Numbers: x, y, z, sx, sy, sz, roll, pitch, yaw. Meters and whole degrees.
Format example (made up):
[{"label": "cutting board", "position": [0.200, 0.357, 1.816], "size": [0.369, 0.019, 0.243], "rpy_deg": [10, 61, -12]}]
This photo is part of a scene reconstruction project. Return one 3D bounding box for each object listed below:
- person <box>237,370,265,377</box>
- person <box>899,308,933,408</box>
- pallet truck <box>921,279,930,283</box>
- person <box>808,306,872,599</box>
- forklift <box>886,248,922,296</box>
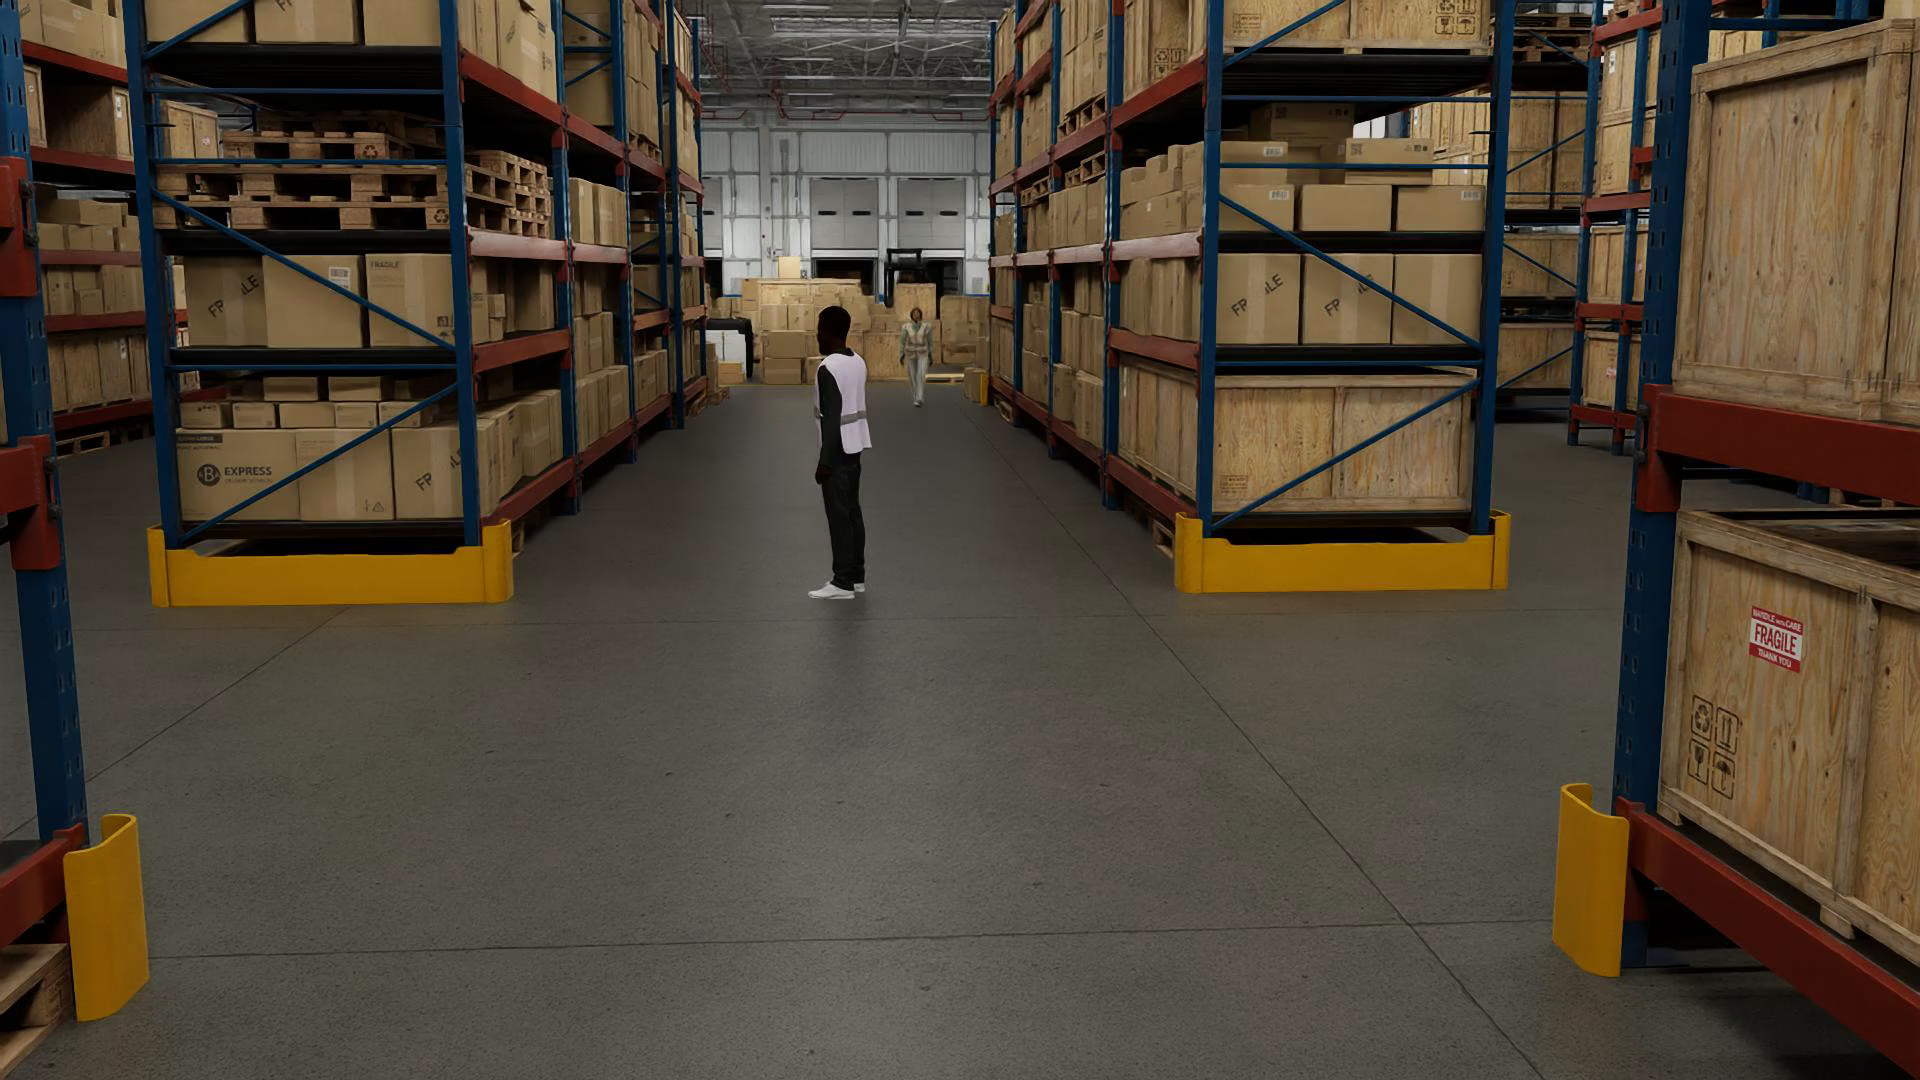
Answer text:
[{"label": "person", "position": [-9.779, -2.493, 23.043], "size": [0.623, 1.913, 1.024], "rpy_deg": [-2, 9, -11]}, {"label": "person", "position": [-0.707, -2.947, 26.860], "size": [0.533, 1.592, 0.855], "rpy_deg": [1, 9, 4]}, {"label": "pallet truck", "position": [-0.932, -8.922, 63.114], "size": [1.885, 1.965, 0.823], "rpy_deg": [2, 9, 13]}, {"label": "person", "position": [-0.784, -0.571, 10.925], "size": [0.378, 1.917, 0.597], "rpy_deg": [2, 9, 15]}, {"label": "forklift", "position": [-1.475, -6.327, 44.059], "size": [1.129, 2.768, 1.873], "rpy_deg": [-1, 9, -4]}]
